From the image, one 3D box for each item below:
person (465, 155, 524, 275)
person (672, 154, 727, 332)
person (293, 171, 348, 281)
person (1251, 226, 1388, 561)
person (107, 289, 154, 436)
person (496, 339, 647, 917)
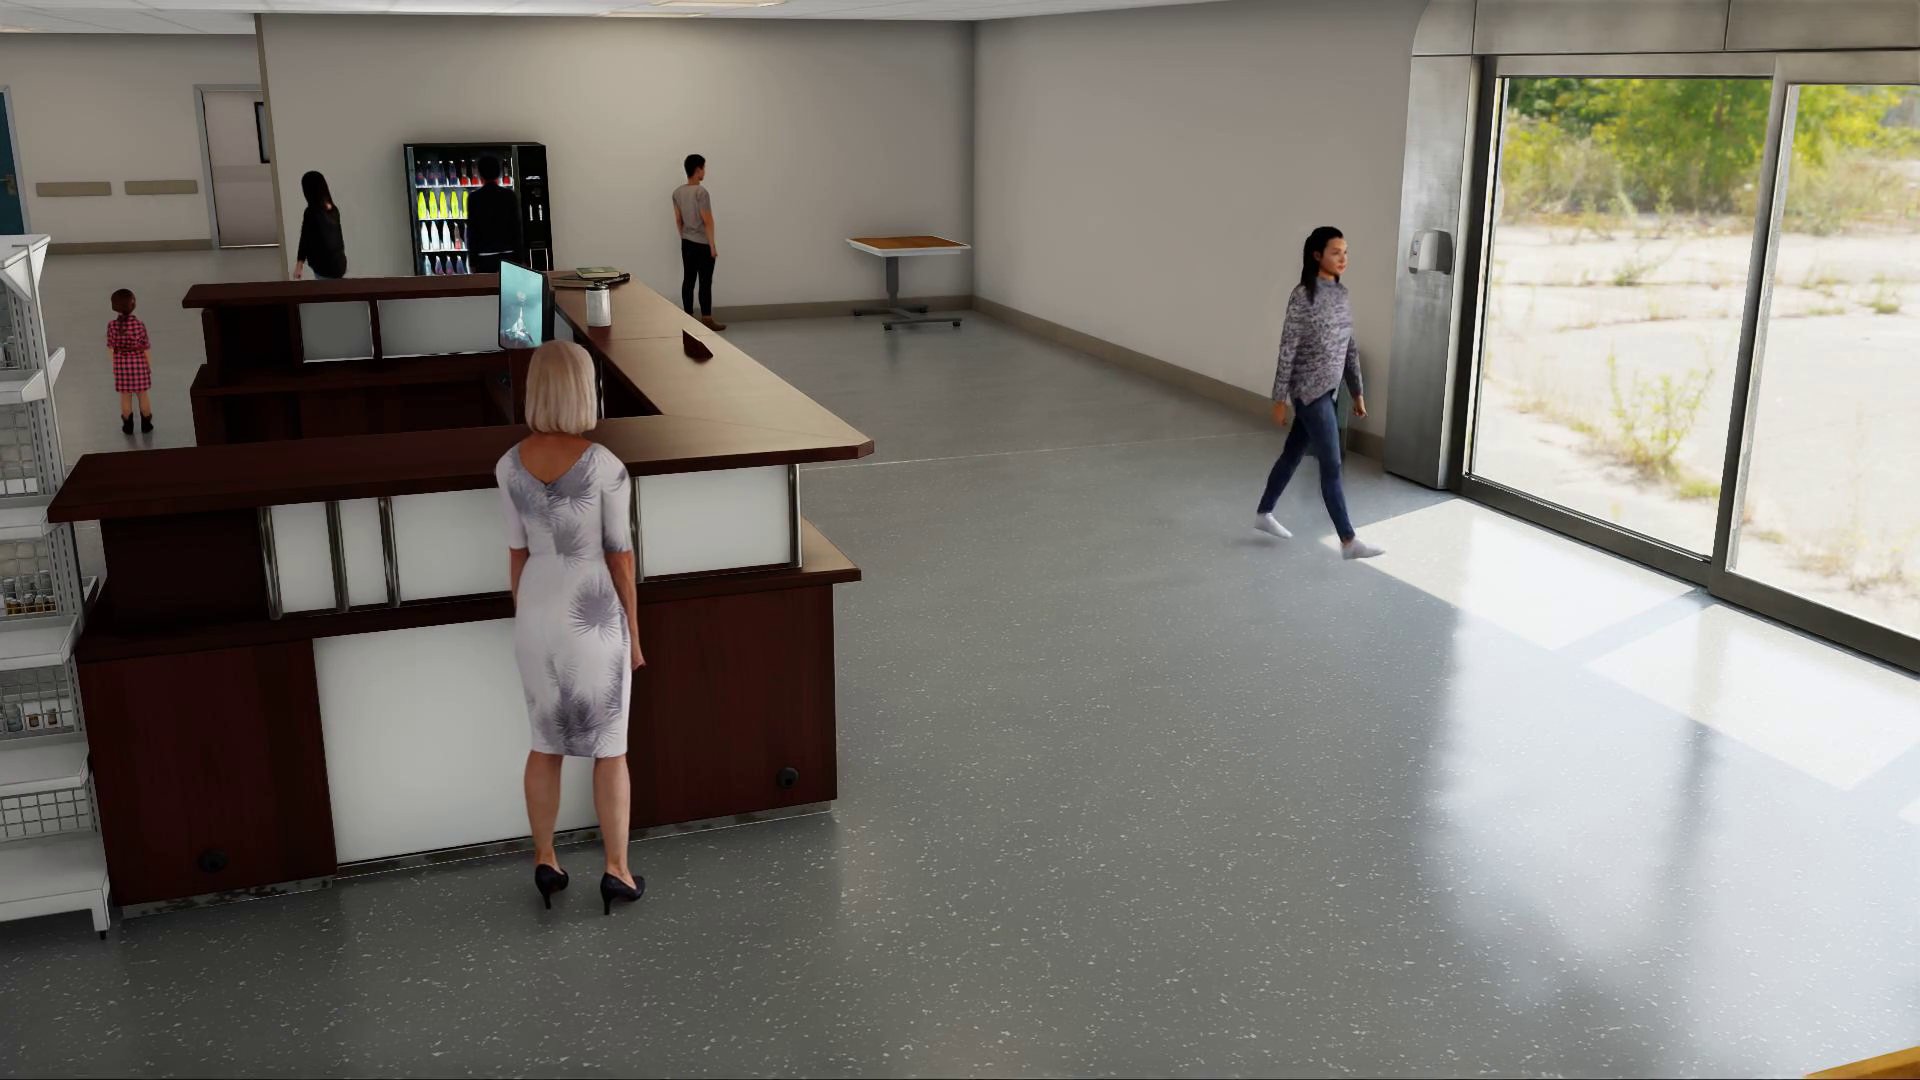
[{"bbox_3d":[-3.787,-2.215,13.634,0.465,1.830,0.675,-6,17,-22],"label":"person"},{"bbox_3d":[-2.595,-2.926,16.375,0.686,1.712,0.704,11,19,35],"label":"person"},{"bbox_3d":[-5.574,-2.450,14.840,0.853,1.628,0.765,3,16,12],"label":"person"},{"bbox_3d":[1.798,-0.758,8.741,1.173,1.681,0.983,-13,20,-39],"label":"person"},{"bbox_3d":[-5.860,-1.260,11.735,0.398,1.021,0.495,-7,17,-25],"label":"person"},{"bbox_3d":[-1.157,0.272,4.971,0.605,1.745,0.705,3,16,10],"label":"person"}]
